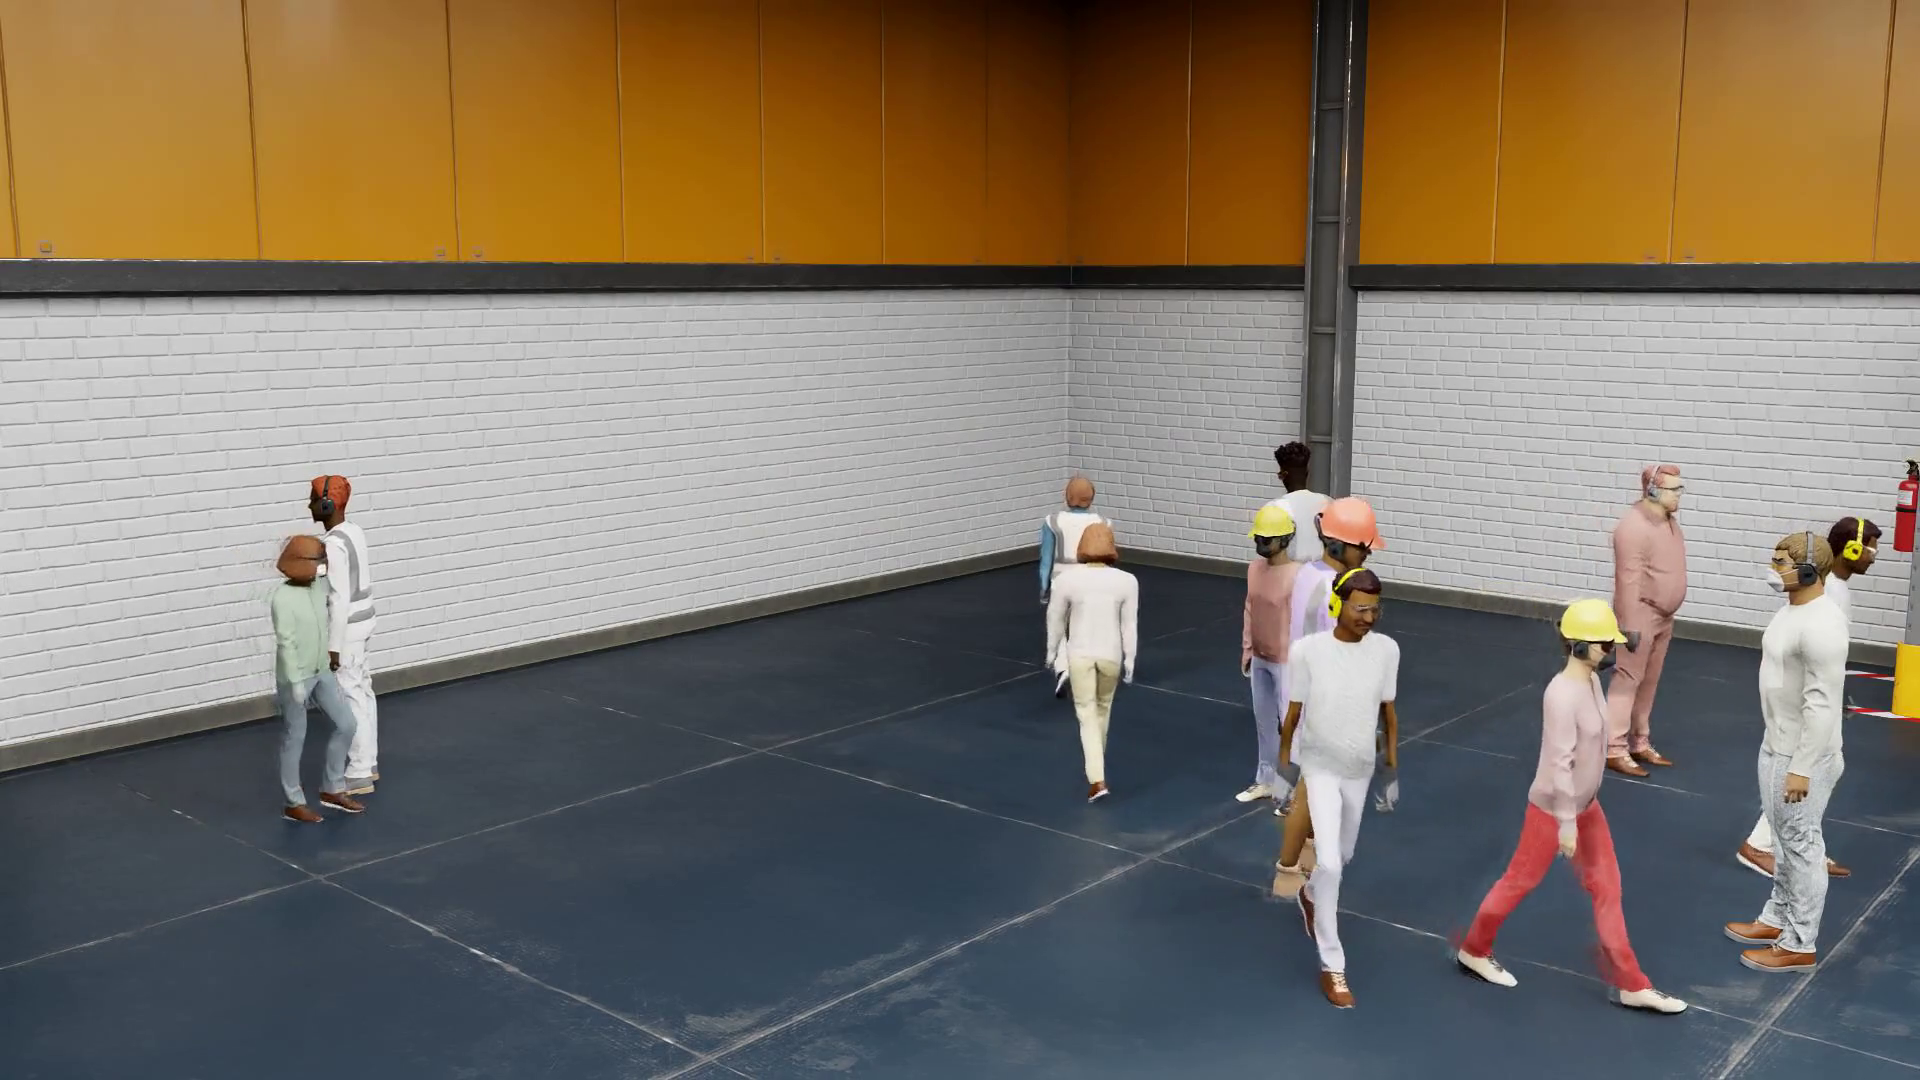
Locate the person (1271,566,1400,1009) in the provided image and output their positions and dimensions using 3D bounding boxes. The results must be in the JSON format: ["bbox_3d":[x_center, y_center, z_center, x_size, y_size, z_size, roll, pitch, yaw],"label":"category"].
[{"bbox_3d":[1.629,0.987,7.241,0.545,1.825,0.927,-1,9,-8],"label":"person"}]

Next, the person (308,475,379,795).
[{"bbox_3d":[-3.606,0.555,9.729,0.358,1.882,0.574,-1,9,-8],"label":"person"}]

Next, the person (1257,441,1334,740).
[{"bbox_3d":[2.185,0.331,10.888,0.612,1.957,0.390,-5,10,-29],"label":"person"}]

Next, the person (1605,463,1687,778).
[{"bbox_3d":[4.201,0.481,10.139,0.651,1.909,0.400,-9,13,-44],"label":"person"}]

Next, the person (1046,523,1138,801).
[{"bbox_3d":[0.783,0.695,9.756,0.519,1.588,0.862,-1,9,-3],"label":"person"}]

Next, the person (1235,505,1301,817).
[{"bbox_3d":[1.767,0.674,9.387,0.357,1.757,0.521,-5,10,-27],"label":"person"}]

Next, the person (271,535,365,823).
[{"bbox_3d":[-3.557,0.776,9.178,0.534,1.617,0.515,2,9,14],"label":"person"}]

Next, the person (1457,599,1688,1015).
[{"bbox_3d":[2.529,1.088,6.894,0.930,1.721,0.538,7,11,38],"label":"person"}]

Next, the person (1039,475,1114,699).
[{"bbox_3d":[0.828,0.354,11.766,0.538,1.625,0.459,0,9,-1],"label":"person"}]

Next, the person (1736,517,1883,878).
[{"bbox_3d":[4.304,0.794,8.424,0.536,1.835,0.557,5,10,29],"label":"person"}]

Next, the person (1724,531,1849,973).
[{"bbox_3d":[3.639,0.919,7.267,0.372,1.940,0.627,3,9,16],"label":"person"}]

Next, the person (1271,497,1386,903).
[{"bbox_3d":[1.745,0.782,7.926,0.546,2.005,0.619,0,9,0],"label":"person"}]
